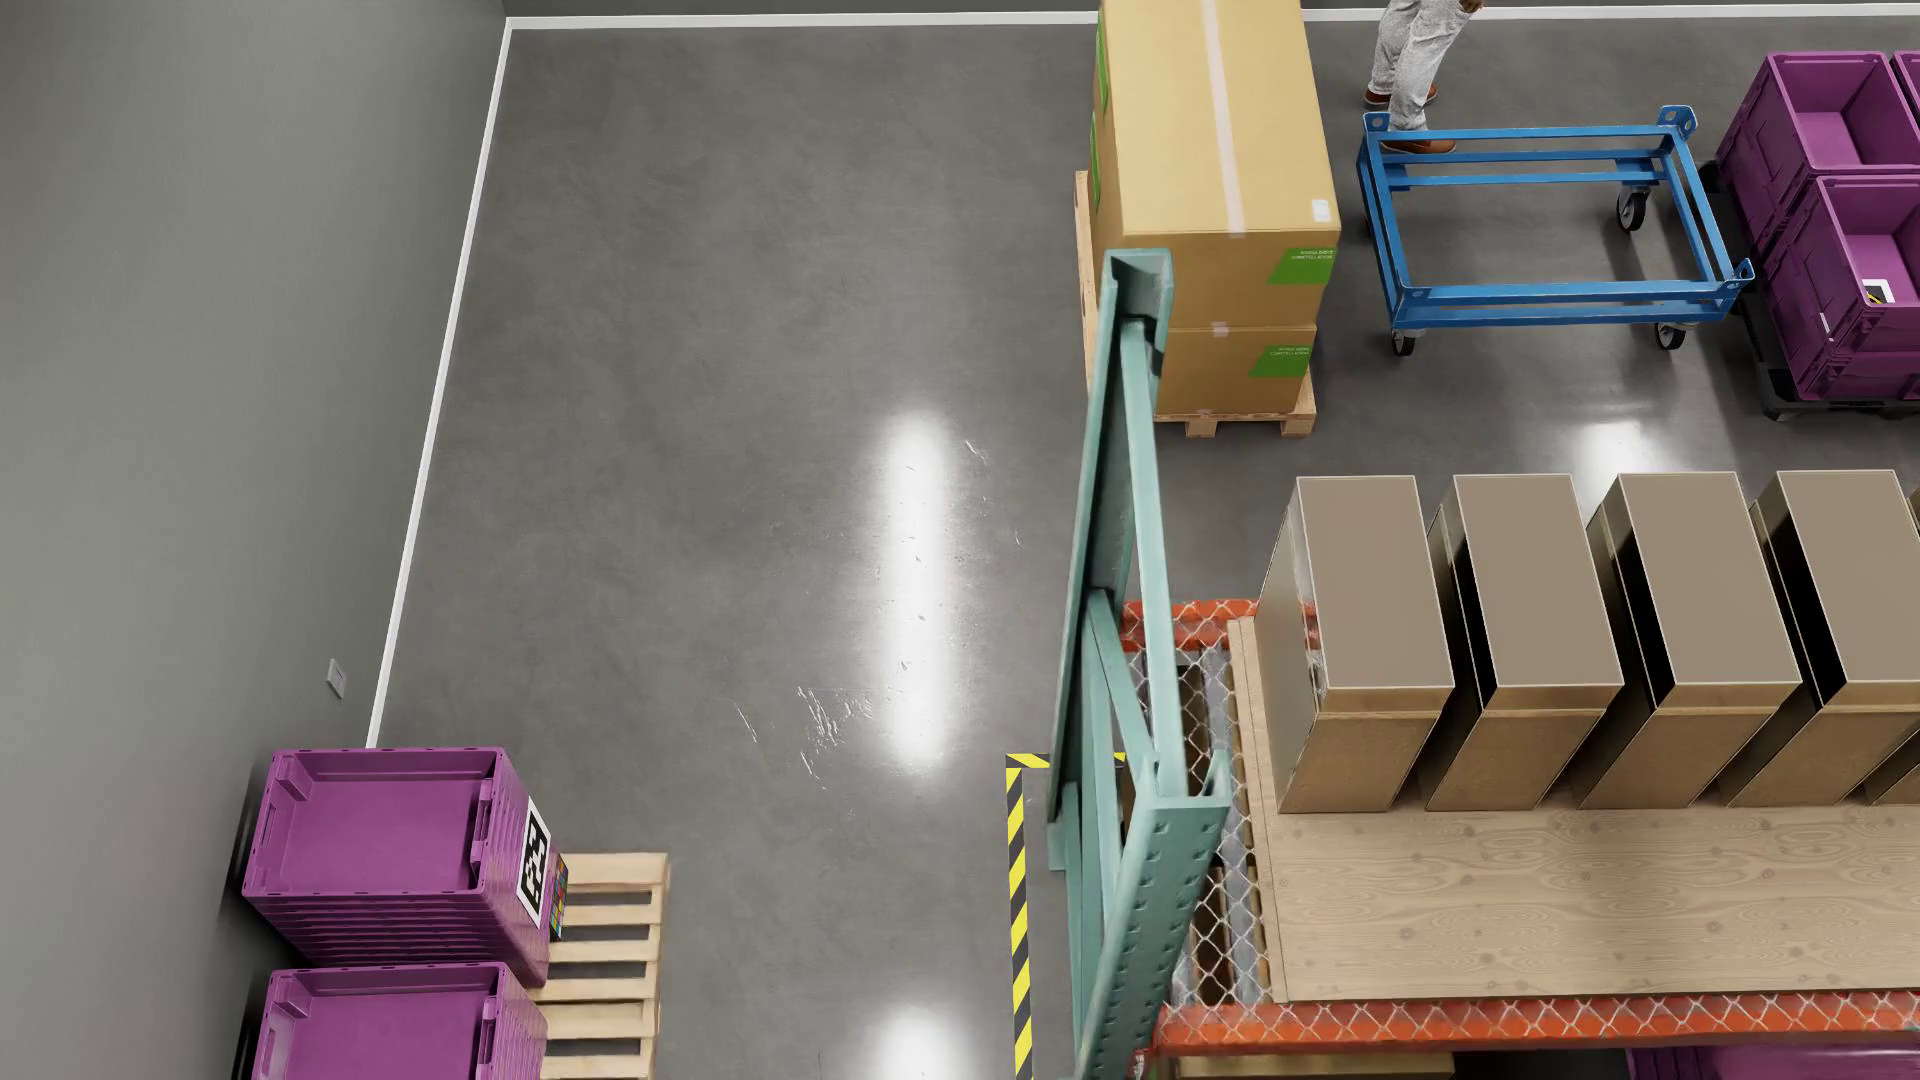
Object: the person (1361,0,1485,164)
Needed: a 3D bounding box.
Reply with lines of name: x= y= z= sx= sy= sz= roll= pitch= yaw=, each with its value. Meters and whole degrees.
person: x=1.827 y=-2.235 z=6.072 sx=0.360 sy=1.938 sz=0.635 roll=-3 pitch=58 yaw=-2
